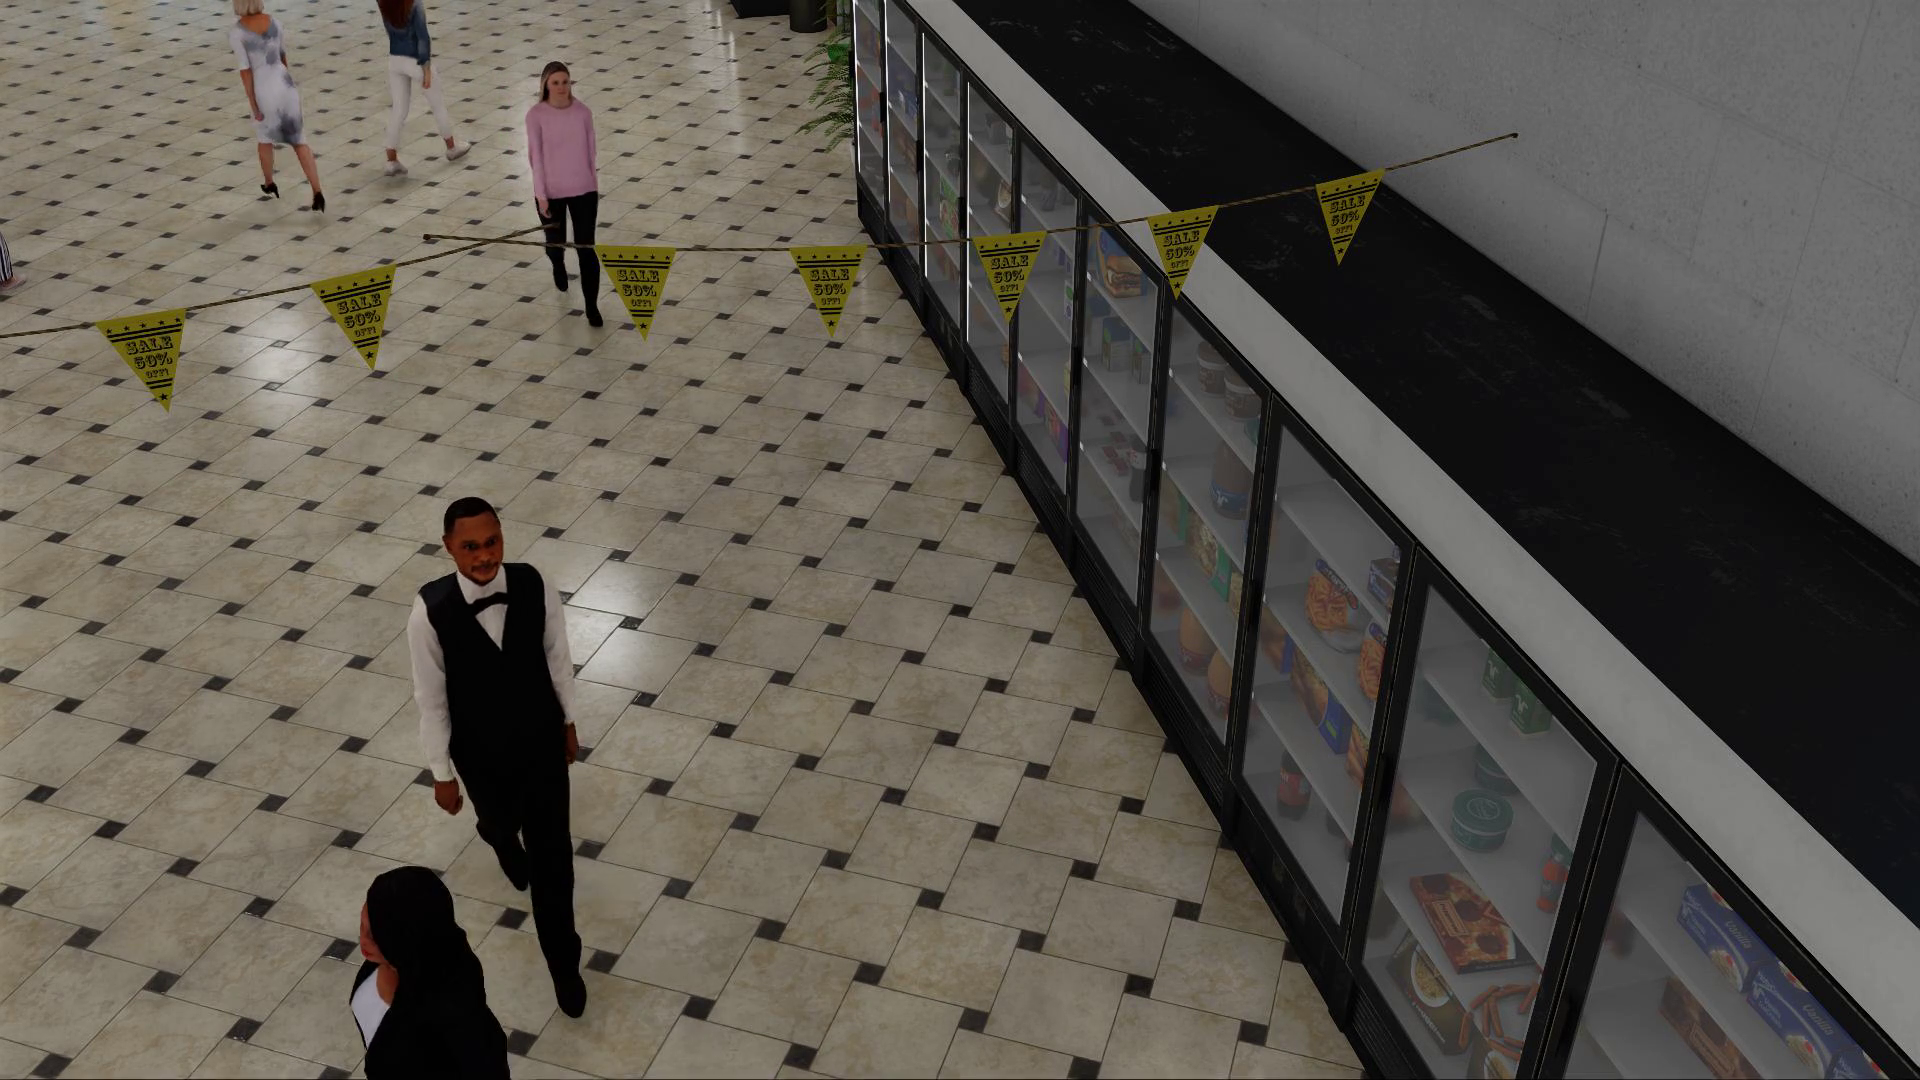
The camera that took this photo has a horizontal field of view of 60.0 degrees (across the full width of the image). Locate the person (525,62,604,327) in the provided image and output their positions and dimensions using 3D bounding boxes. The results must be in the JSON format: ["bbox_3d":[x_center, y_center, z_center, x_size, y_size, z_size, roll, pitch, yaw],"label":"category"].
[{"bbox_3d":[-2.551,-2.243,10.679,0.992,1.664,0.703,-11,34,-17],"label":"person"}]

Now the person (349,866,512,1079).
[{"bbox_3d":[-1.387,1.500,4.729,1.079,1.594,0.858,-22,38,-31],"label":"person"}]

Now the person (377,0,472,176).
[{"bbox_3d":[-4.339,-3.644,12.932,1.135,1.662,1.089,11,34,17],"label":"person"}]

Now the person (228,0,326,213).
[{"bbox_3d":[-4.985,-3.216,12.203,1.107,1.706,0.952,-25,40,-34],"label":"person"}]

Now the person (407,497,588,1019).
[{"bbox_3d":[-1.607,0.652,5.817,1.263,1.885,0.895,-13,34,-20],"label":"person"}]
